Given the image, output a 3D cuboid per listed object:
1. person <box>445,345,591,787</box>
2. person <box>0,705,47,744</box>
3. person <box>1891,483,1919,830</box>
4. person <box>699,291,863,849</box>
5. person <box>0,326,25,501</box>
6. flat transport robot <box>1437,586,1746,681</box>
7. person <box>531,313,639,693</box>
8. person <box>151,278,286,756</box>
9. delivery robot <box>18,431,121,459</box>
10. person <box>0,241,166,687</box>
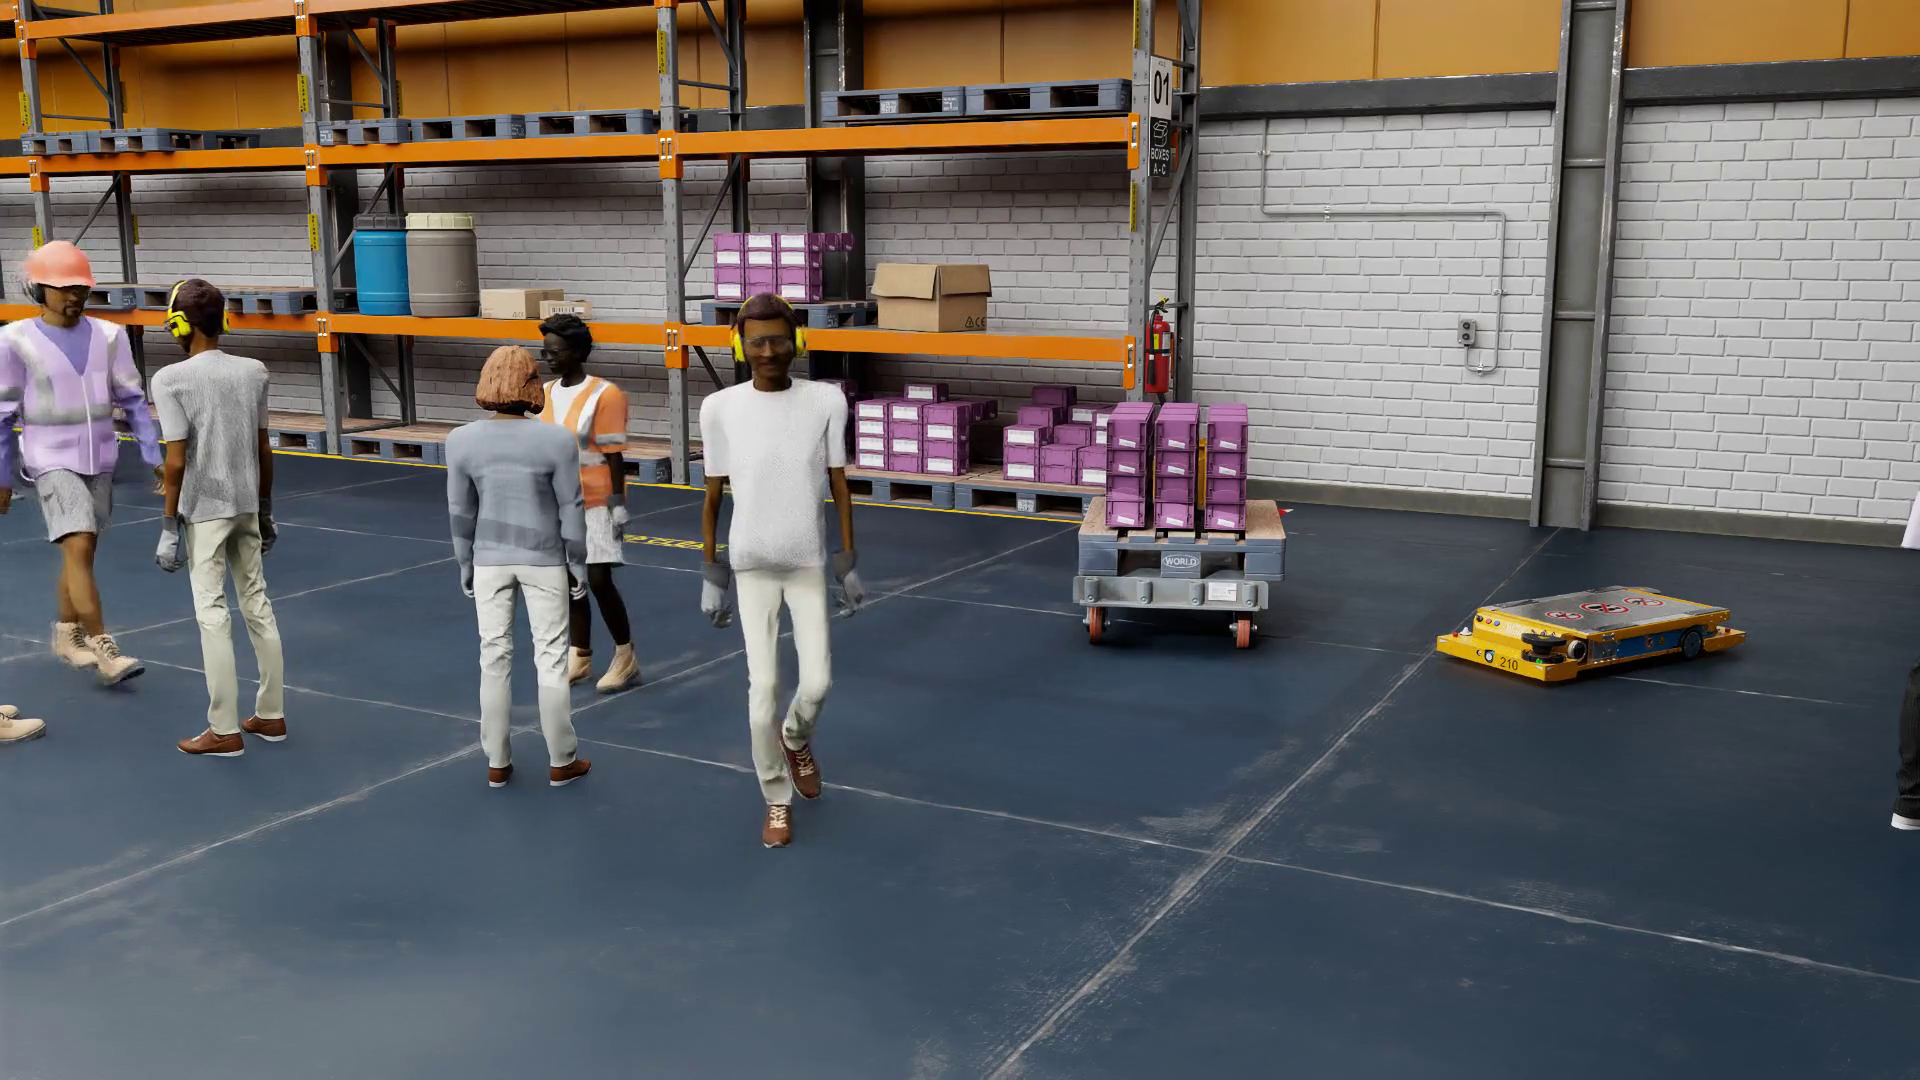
[{"bbox_3d":[-1.612,0.105,6.112,0.498,1.633,0.285,0,10,0],"label":"person"},{"bbox_3d":[-3.993,-0.196,6.638,0.377,2.045,0.605,-10,14,-43],"label":"person"},{"bbox_3d":[3.329,0.082,5.456,0.390,1.920,0.587,1,10,8],"label":"person"},{"bbox_3d":[-0.609,0.087,5.622,0.549,1.849,0.487,-2,10,-10],"label":"person"},{"bbox_3d":[-7.500,-1.212,12.759,0.373,1.840,0.571,-8,13,-36],"label":"person"},{"bbox_3d":[3.069,0.432,8.056,1.431,0.197,0.652,-6,12,-30],"label":"flat transport robot"},{"bbox_3d":[-1.682,-0.158,7.386,0.558,1.690,0.318,6,12,30],"label":"person"},{"bbox_3d":[-2.908,-0.078,6.510,0.329,1.857,0.510,5,12,27],"label":"person"},{"bbox_3d":[-7.291,-0.775,13.640,0.707,0.478,0.477,-1,10,-5],"label":"delivery robot"},{"bbox_3d":[-3.936,-0.335,7.539,1.019,1.992,0.632,6,12,30],"label":"person"}]
